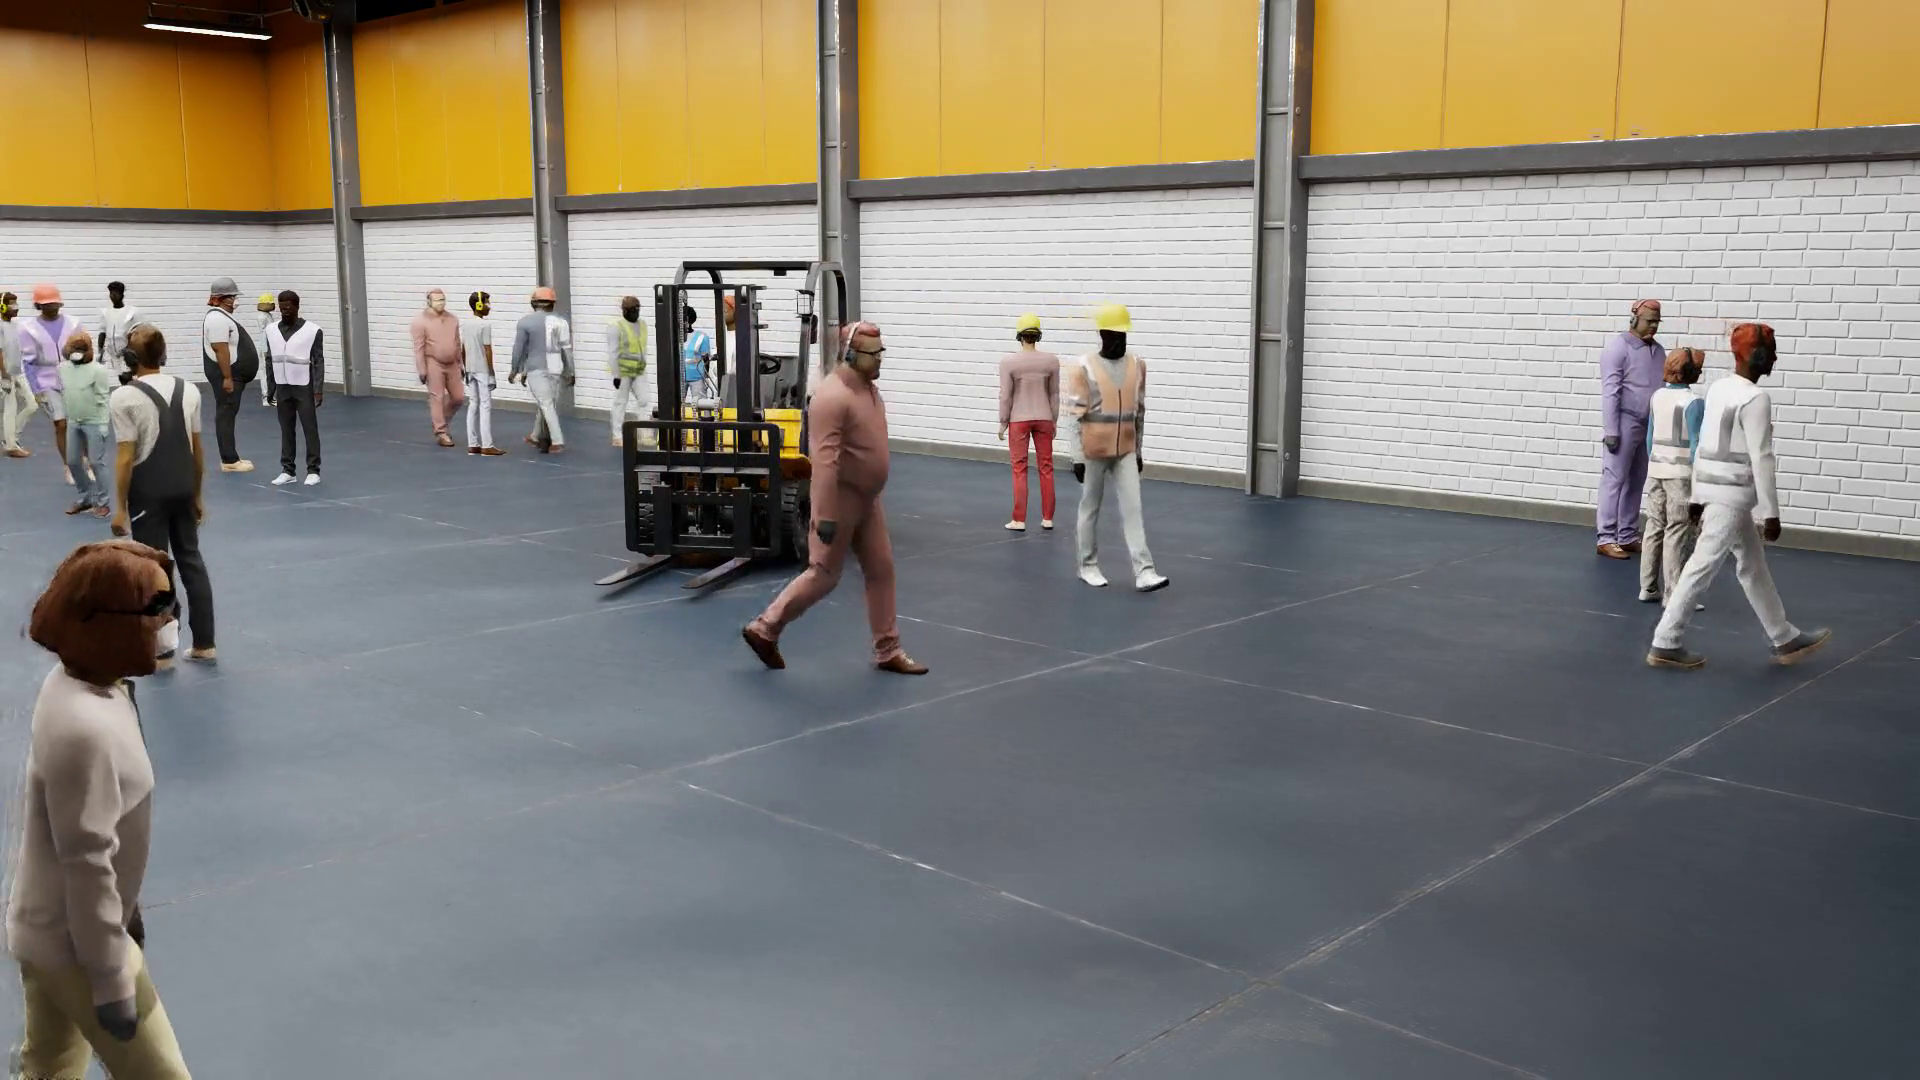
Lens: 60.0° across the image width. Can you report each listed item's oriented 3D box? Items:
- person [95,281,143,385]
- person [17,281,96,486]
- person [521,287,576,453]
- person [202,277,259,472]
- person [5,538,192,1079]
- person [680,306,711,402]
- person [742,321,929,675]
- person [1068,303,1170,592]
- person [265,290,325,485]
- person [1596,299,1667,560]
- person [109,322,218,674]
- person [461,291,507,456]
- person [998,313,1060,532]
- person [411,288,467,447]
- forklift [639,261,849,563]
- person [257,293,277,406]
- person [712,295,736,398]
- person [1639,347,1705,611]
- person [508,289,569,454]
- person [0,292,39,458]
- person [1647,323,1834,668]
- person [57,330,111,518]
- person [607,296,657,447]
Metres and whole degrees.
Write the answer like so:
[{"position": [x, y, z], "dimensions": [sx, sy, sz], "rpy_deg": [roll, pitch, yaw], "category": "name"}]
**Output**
[{"position": [-11.701, -2.613, 23.117], "dimensions": [0.603, 1.936, 0.857], "rpy_deg": [1, 9, 6], "category": "person"}, {"position": [-8.734, -1.500, 16.142], "dimensions": [0.652, 2.006, 0.503], "rpy_deg": [-7, 12, -38], "category": "person"}, {"position": [-4.757, -1.981, 19.358], "dimensions": [0.582, 1.901, 0.851], "rpy_deg": [1, 9, 6], "category": "person"}, {"position": [-7.669, -1.747, 17.527], "dimensions": [0.536, 2.000, 0.680], "rpy_deg": [-4, 10, -21], "category": "person"}, {"position": [-1.682, 0.793, 3.287], "dimensions": [0.534, 1.602, 0.503], "rpy_deg": [-5, 11, -30], "category": "person"}, {"position": [-3.168, -1.889, 19.438], "dimensions": [0.536, 1.699, 0.322], "rpy_deg": [1, 9, 5], "category": "person"}, {"position": [-0.654, -0.210, 8.675], "dimensions": [0.897, 1.864, 0.688], "rpy_deg": [3, 10, 19], "category": "person"}, {"position": [1.024, -0.585, 10.840], "dimensions": [0.619, 1.886, 0.938], "rpy_deg": [-4, 10, -23], "category": "person"}, {"position": [-6.537, -1.493, 16.372], "dimensions": [0.587, 1.909, 0.391], "rpy_deg": [1, 9, 6], "category": "person"}, {"position": [4.977, -0.815, 12.247], "dimensions": [0.641, 1.901, 0.401], "rpy_deg": [-6, 11, -32], "category": "person"}, {"position": [-4.196, -0.215, 8.732], "dimensions": [0.338, 1.846, 0.510], "rpy_deg": [5, 11, 28], "category": "person"}, {"position": [-5.458, -1.887, 18.925], "dimensions": [0.513, 1.866, 0.331], "rpy_deg": [7, 12, 37], "category": "person"}, {"position": [0.554, -0.949, 13.471], "dimensions": [0.526, 1.769, 0.328], "rpy_deg": [-3, 10, -16], "category": "person"}, {"position": [-6.228, -2.069, 19.926], "dimensions": [0.445, 1.894, 0.675], "rpy_deg": [7, 12, 37], "category": "person"}, {"position": [-1.552, -1.040, 12.721], "dimensions": [1.214, 2.155, 2.313], "rpy_deg": [2, 9, 11], "category": "forklift"}, {"position": [-10.741, -2.963, 25.886], "dimensions": [0.295, 1.743, 0.492], "rpy_deg": [-2, 9, -9], "category": "person"}, {"position": [-2.072, -1.285, 15.176], "dimensions": [0.575, 1.882, 0.355], "rpy_deg": [9, 13, 43], "category": "person"}, {"position": [4.464, -0.382, 10.381], "dimensions": [0.306, 1.640, 0.523], "rpy_deg": [-2, 9, -11], "category": "person"}, {"position": [-4.846, -1.949, 19.250], "dimensions": [1.015, 1.890, 0.647], "rpy_deg": [9, 13, 43], "category": "person"}, {"position": [-10.595, -1.839, 18.635], "dimensions": [0.387, 1.859, 0.548], "rpy_deg": [-1, 9, -6], "category": "person"}, {"position": [4.143, -0.213, 8.738], "dimensions": [0.999, 1.828, 0.602], "rpy_deg": [1, 9, 5], "category": "person"}, {"position": [-7.408, -0.978, 14.116], "dimensions": [0.525, 1.605, 0.409], "rpy_deg": [2, 9, 13], "category": "person"}, {"position": [-3.885, -1.976, 19.696], "dimensions": [0.745, 1.799, 0.646], "rpy_deg": [7, 12, 37], "category": "person"}]
